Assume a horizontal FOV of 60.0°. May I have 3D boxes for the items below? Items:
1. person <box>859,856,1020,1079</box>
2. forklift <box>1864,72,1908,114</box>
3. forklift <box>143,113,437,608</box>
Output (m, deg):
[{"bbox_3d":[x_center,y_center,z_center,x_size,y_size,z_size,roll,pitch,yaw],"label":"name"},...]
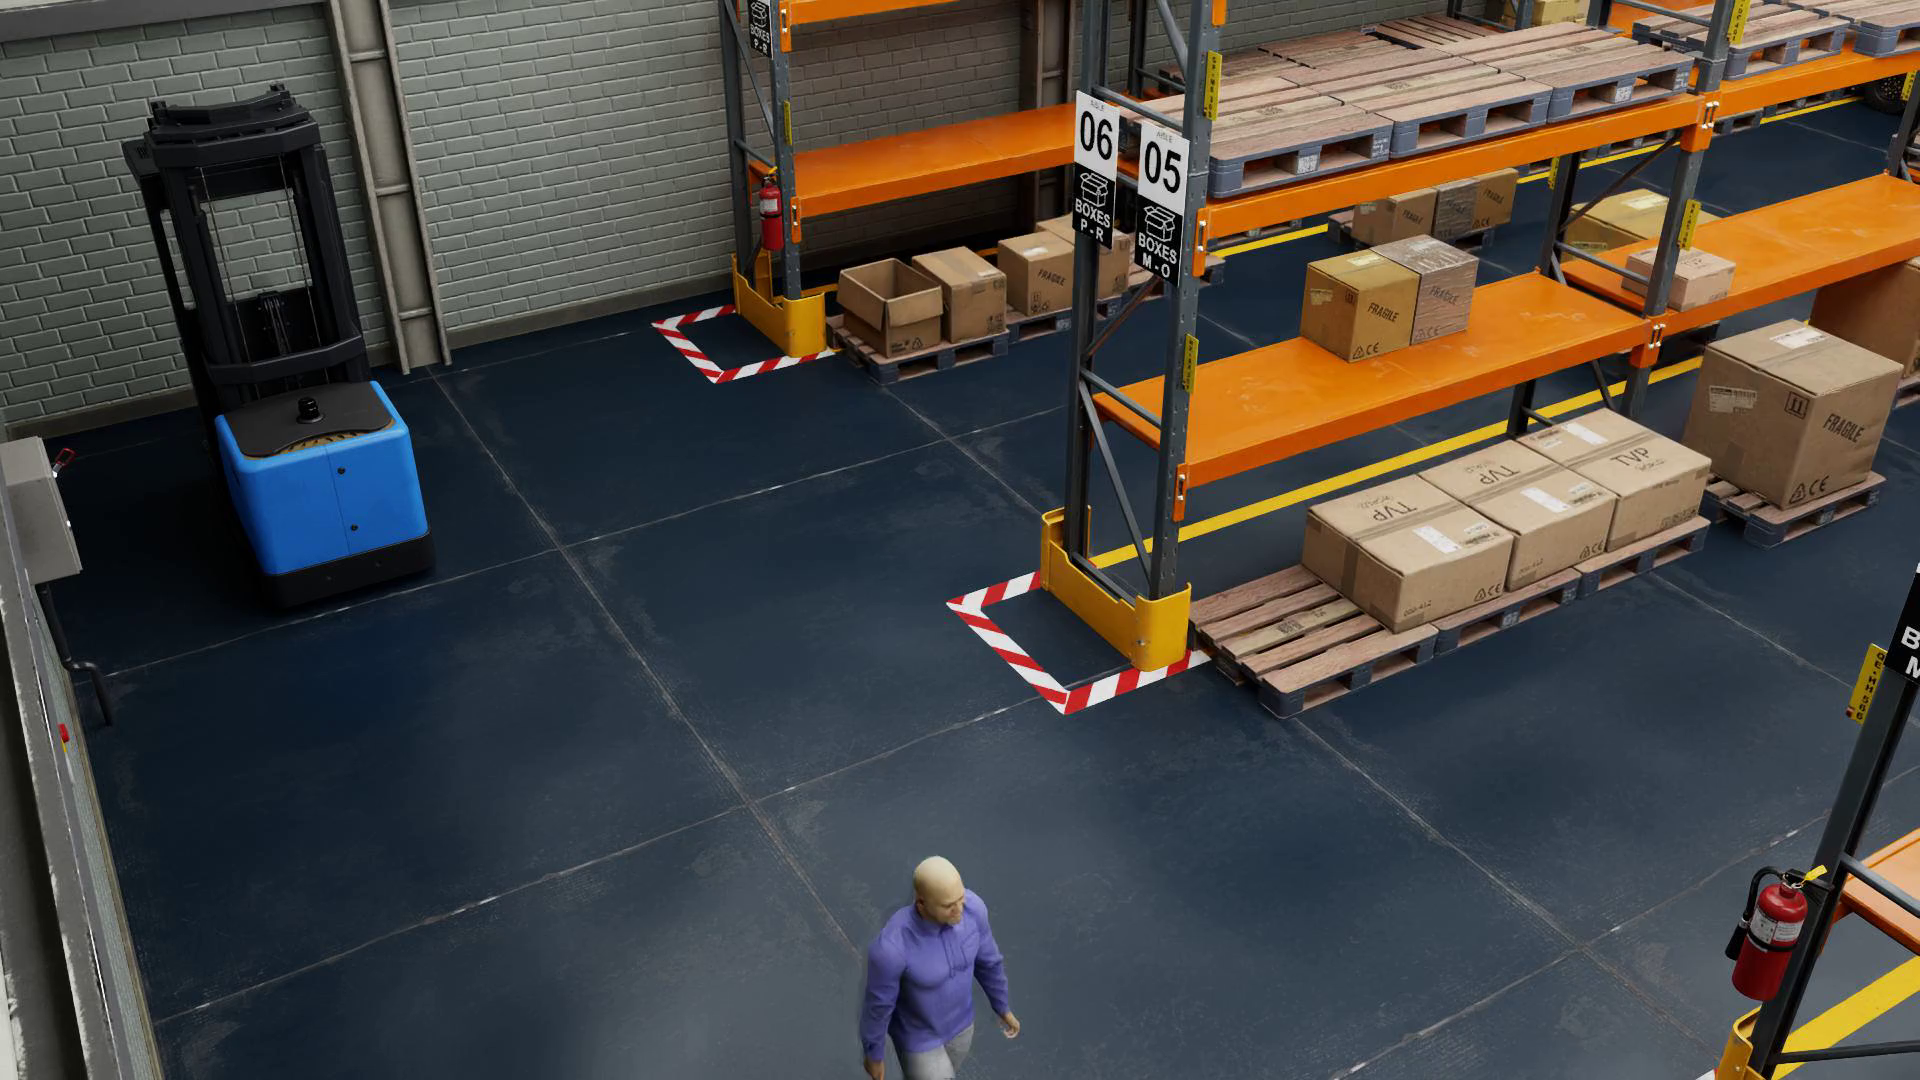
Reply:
[{"bbox_3d":[-0.047,1.922,6.393,0.641,1.777,0.595,27,41,37],"label":"person"},{"bbox_3d":[11.468,-5.645,18.244,1.214,2.155,2.313,-17,36,-26],"label":"forklift"},{"bbox_3d":[-4.289,-1.259,10.509,1.129,2.768,1.873,-17,36,-26],"label":"forklift"}]
